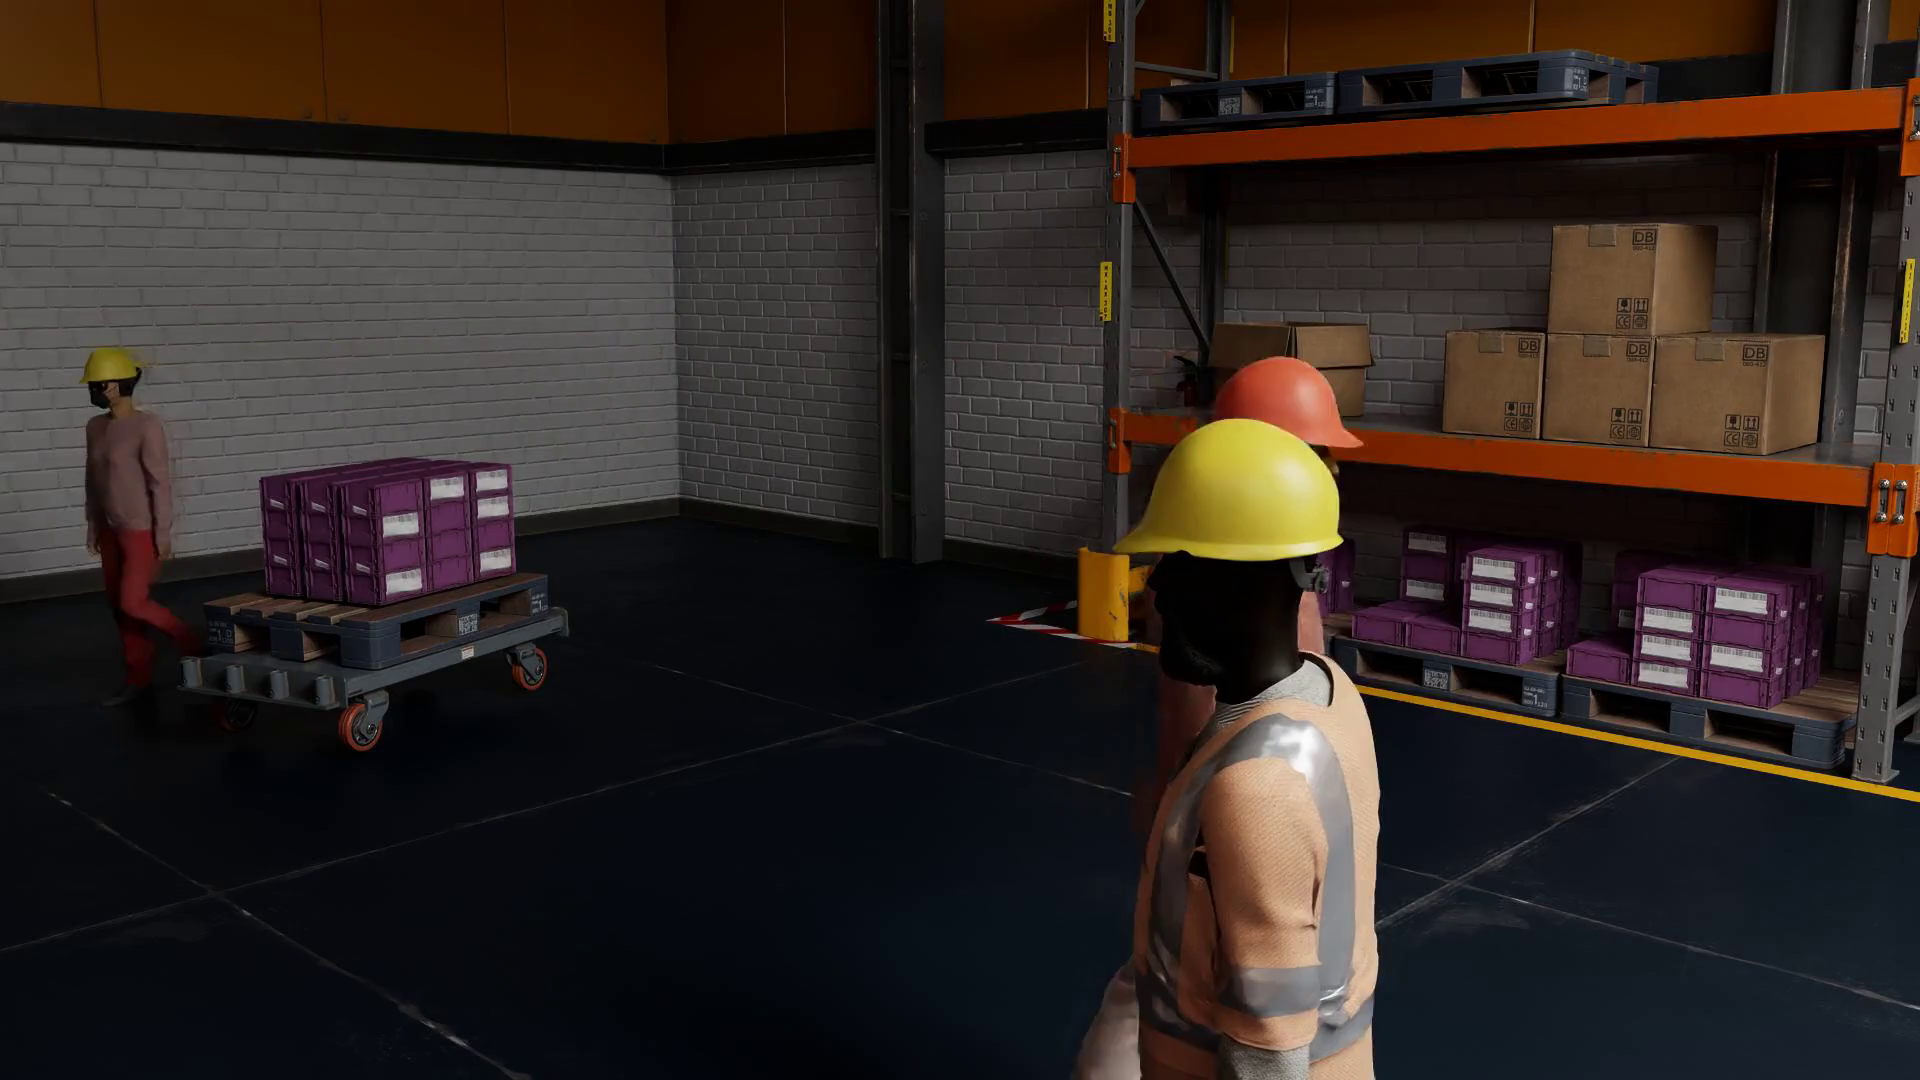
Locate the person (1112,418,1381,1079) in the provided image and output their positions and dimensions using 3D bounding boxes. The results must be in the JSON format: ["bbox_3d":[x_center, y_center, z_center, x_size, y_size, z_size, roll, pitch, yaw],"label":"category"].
[{"bbox_3d":[0.377,0.798,2.266,0.363,1.928,0.586,2,10,14],"label":"person"}]

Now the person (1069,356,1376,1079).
[{"bbox_3d":[0.629,0.594,3.467,1.050,1.938,0.646,5,11,29],"label":"person"}]

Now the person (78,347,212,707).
[{"bbox_3d":[-3.996,-0.057,8.061,0.530,1.756,0.430,6,11,32],"label":"person"}]
